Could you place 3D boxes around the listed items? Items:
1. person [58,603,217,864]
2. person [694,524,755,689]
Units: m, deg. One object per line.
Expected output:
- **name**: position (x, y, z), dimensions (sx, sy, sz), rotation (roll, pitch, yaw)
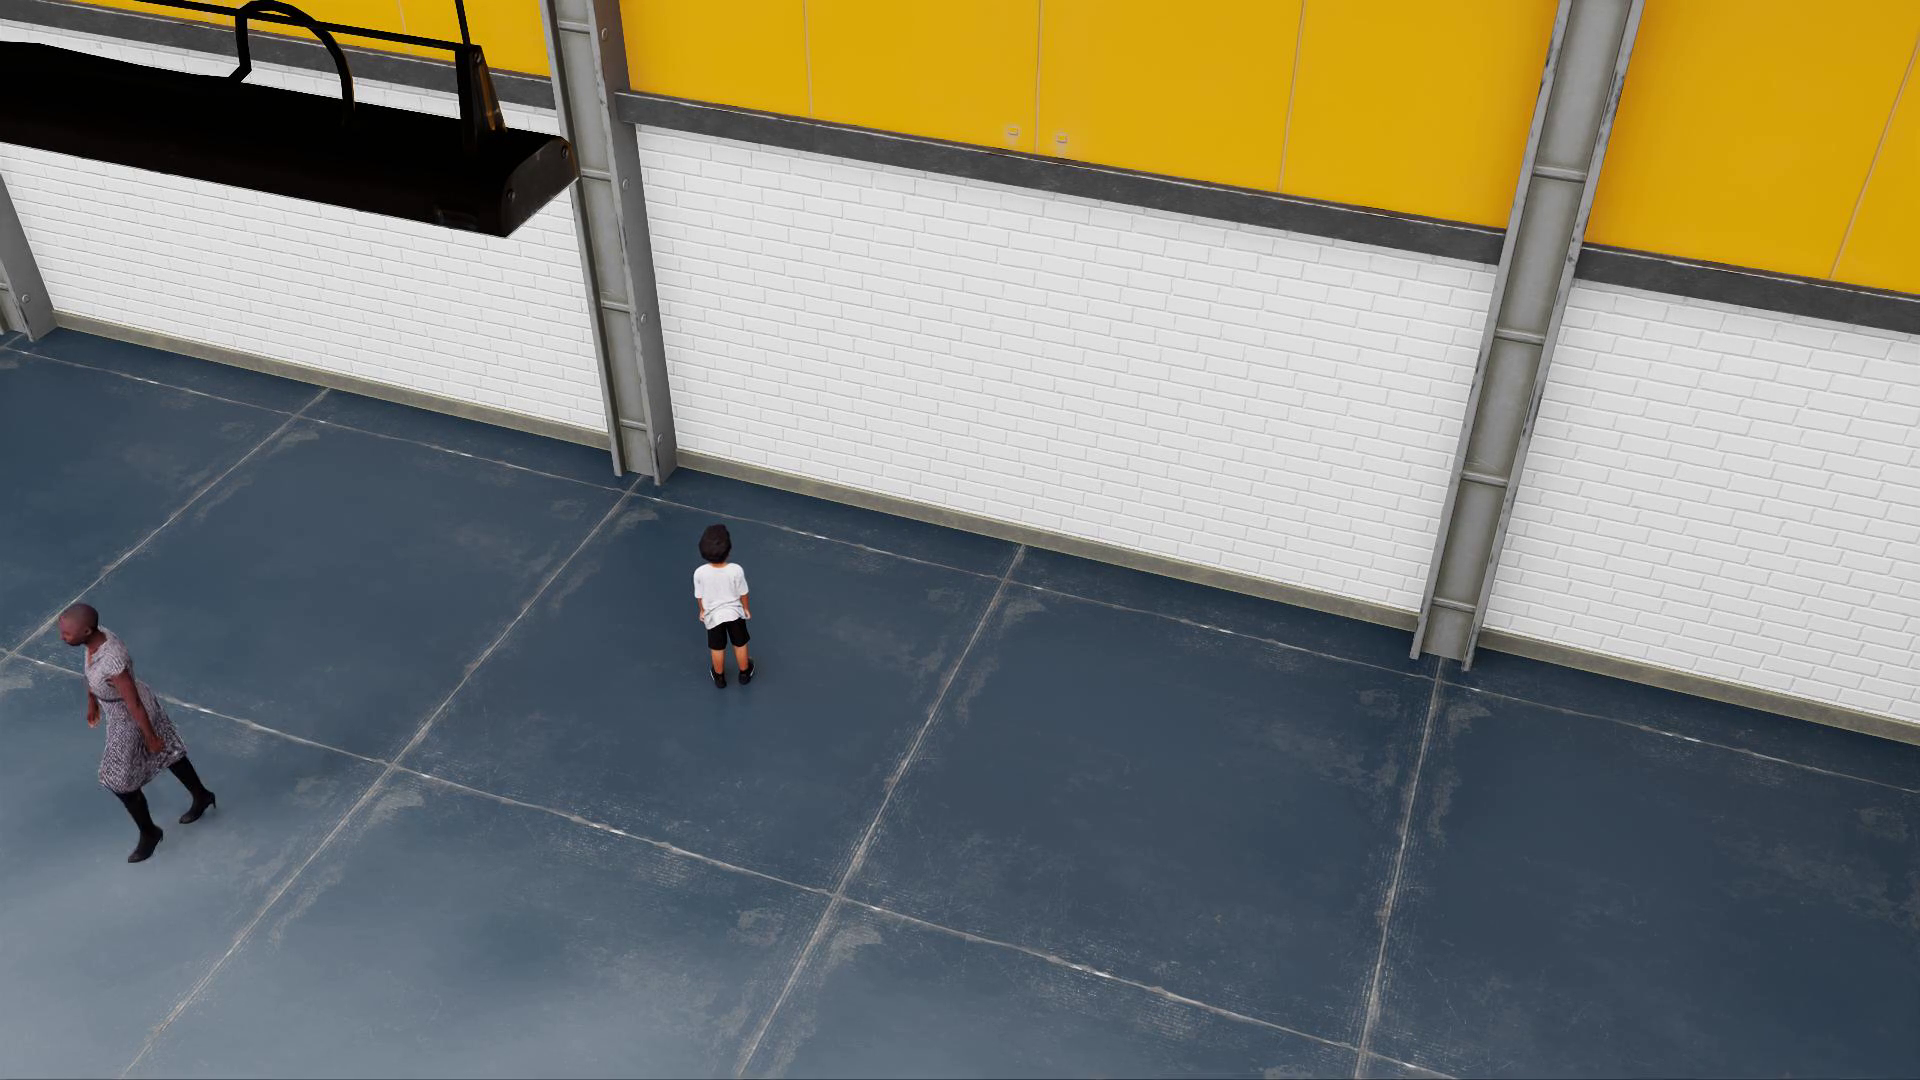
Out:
- **person**: position (-4.578, 0.992, 9.411), dimensions (0.915, 1.770, 0.878), rotation (-24, 44, -27)
- **person**: position (-1.495, 0.428, 10.524), dimensions (0.552, 1.262, 0.632), rotation (-6, 39, -7)
